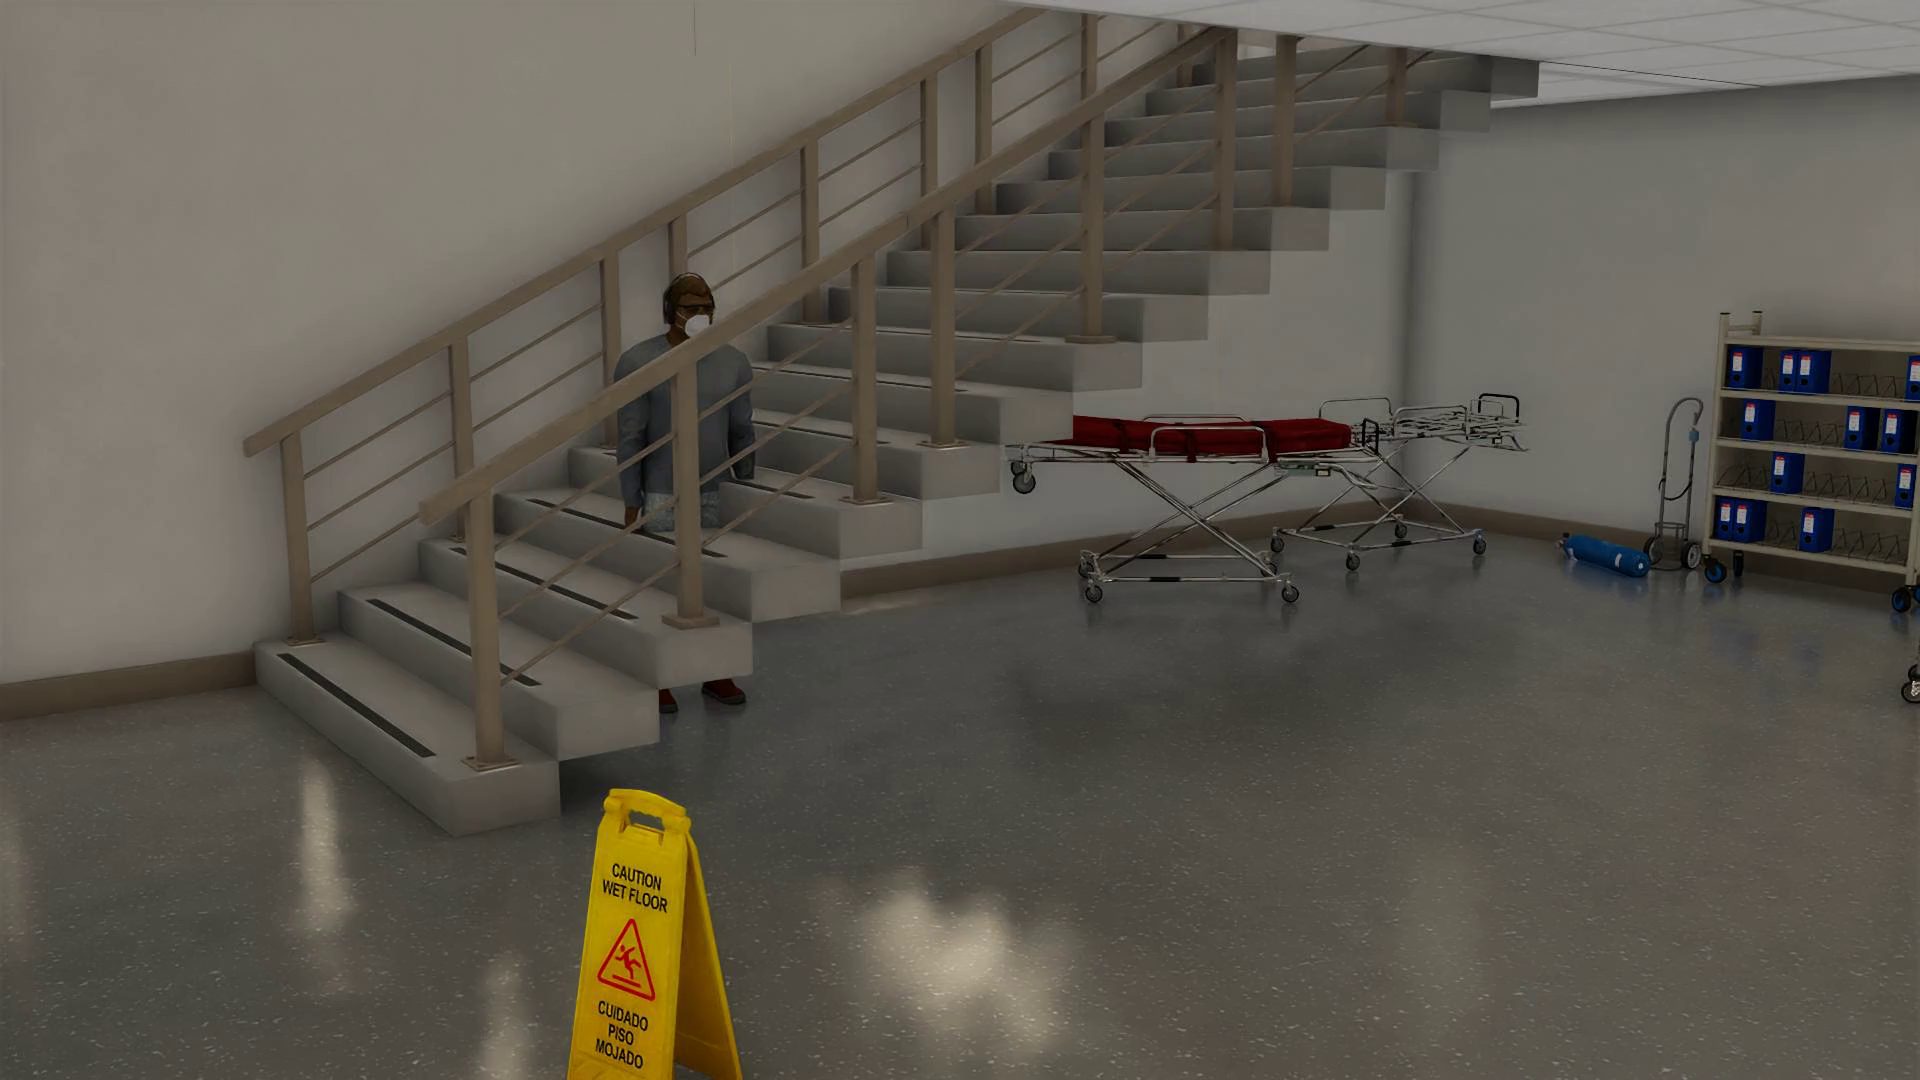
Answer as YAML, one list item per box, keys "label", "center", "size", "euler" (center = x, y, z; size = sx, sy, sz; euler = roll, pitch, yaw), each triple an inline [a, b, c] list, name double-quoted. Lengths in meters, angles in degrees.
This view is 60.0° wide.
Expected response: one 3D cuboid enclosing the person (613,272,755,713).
- label: "person"
  center: [-1.199, -0.202, 7.335]
  size: [0.627, 1.932, 0.371]
  euler: [-5, 11, -27]
